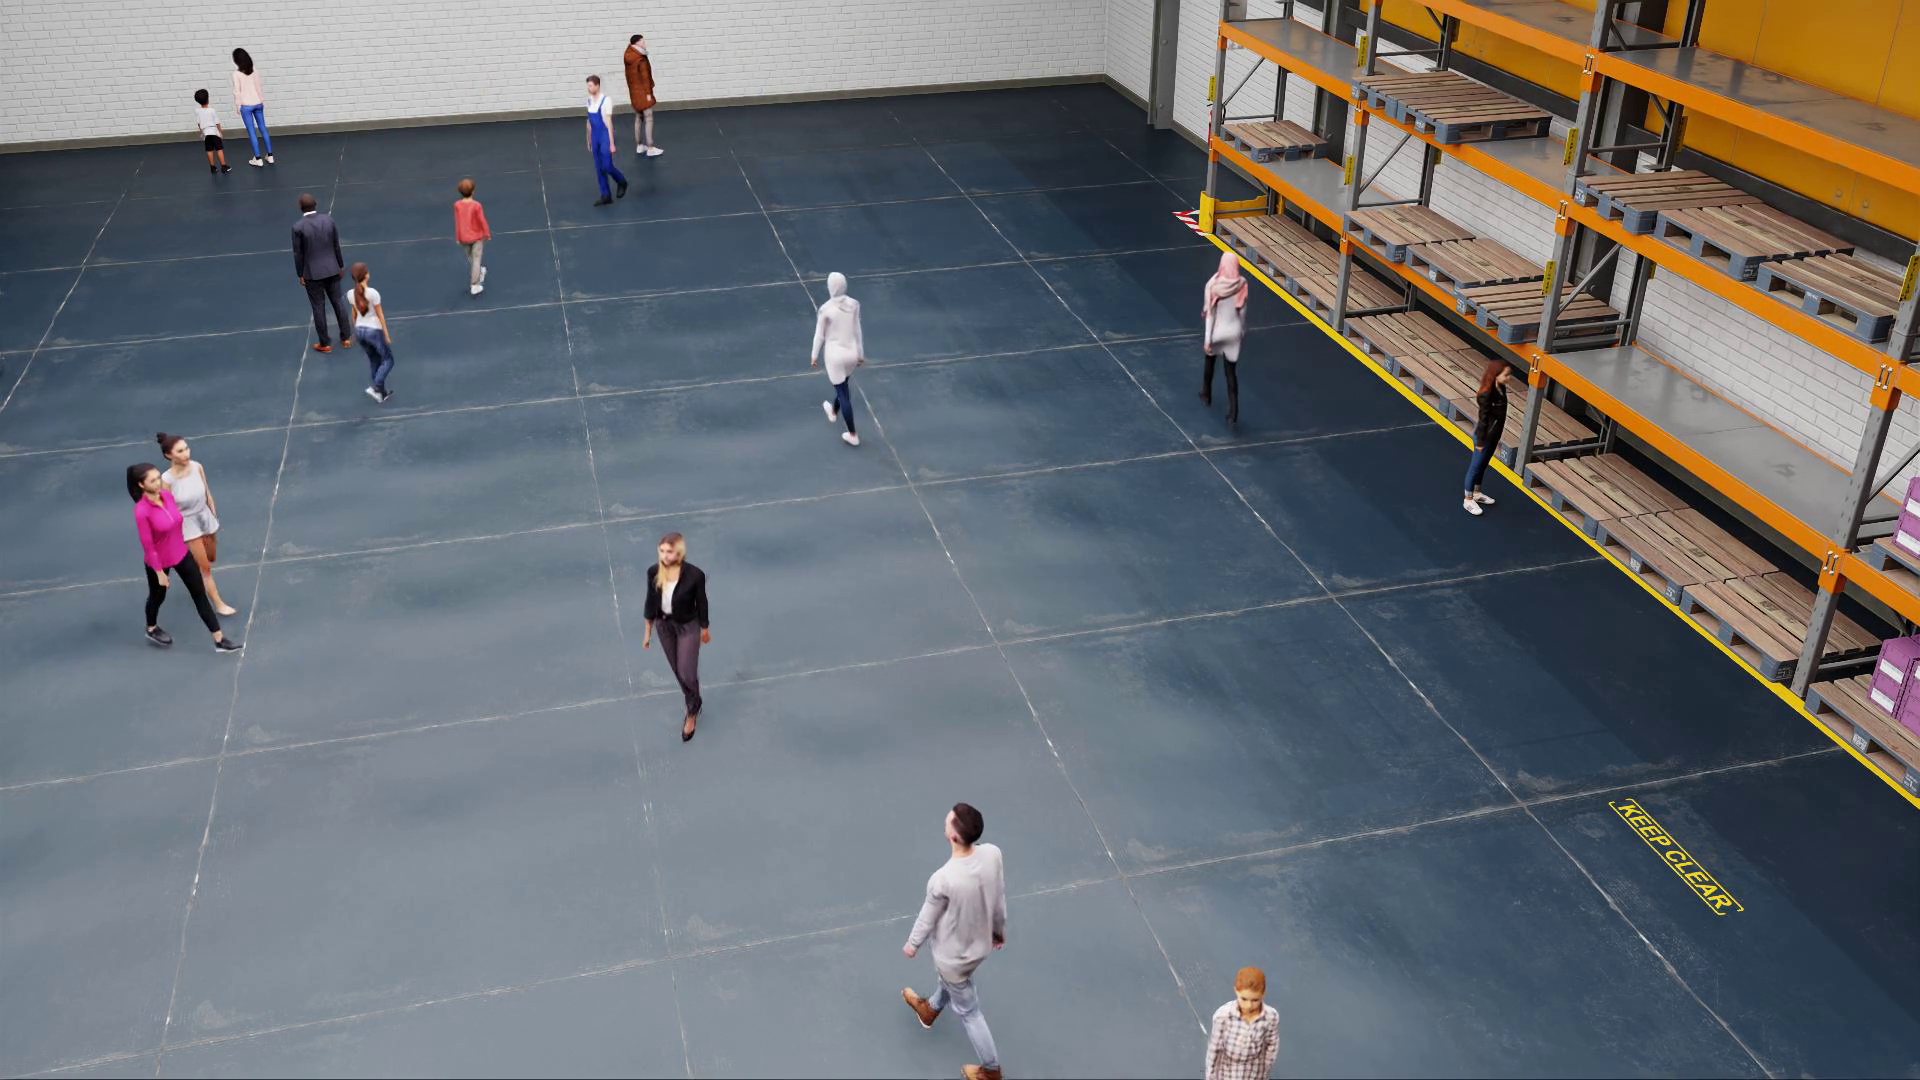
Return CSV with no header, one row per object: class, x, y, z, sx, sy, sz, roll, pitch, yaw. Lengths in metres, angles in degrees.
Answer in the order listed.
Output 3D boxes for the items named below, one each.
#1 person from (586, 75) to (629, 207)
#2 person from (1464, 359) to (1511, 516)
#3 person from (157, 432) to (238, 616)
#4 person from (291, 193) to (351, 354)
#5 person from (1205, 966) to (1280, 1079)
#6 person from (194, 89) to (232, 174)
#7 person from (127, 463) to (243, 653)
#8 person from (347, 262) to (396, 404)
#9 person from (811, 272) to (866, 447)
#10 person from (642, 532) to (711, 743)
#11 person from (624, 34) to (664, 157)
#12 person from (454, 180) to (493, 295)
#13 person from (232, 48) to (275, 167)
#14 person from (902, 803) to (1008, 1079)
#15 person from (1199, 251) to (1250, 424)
person,-5.046,-5.725,23.758,0.911,1.839,0.959,18,33,29
person,4.888,-0.986,15.439,0.672,1.485,0.641,22,35,34
person,-6.404,-0.142,13.782,0.972,1.591,0.930,14,32,24
person,-7.233,-3.028,18.836,0.777,1.818,0.758,-23,36,-35
person,1.483,2.728,8.831,0.661,1.293,0.746,5,29,9
person,-11.384,-6.210,25.249,0.518,1.262,0.537,-3,29,-5
person,-6.338,0.167,13.152,1.086,1.652,1.149,10,30,17
person,-6.221,-2.151,17.501,0.743,1.556,0.848,8,30,14
person,-1.150,-1.771,16.607,0.846,1.744,1.130,-16,33,-27
person,-2.031,0.648,12.266,0.750,1.656,0.809,10,30,17
person,-4.988,-6.965,26.033,0.894,1.837,0.799,-24,37,-37
person,-6.062,-3.723,20.556,0.759,1.390,0.956,4,29,7
person,-10.880,-6.656,25.541,0.752,1.766,0.725,20,35,33
person,0.068,2.278,9.134,1.232,1.794,1.063,24,37,36
person,2.745,-2.036,17.080,0.707,1.757,1.207,-4,29,-8
